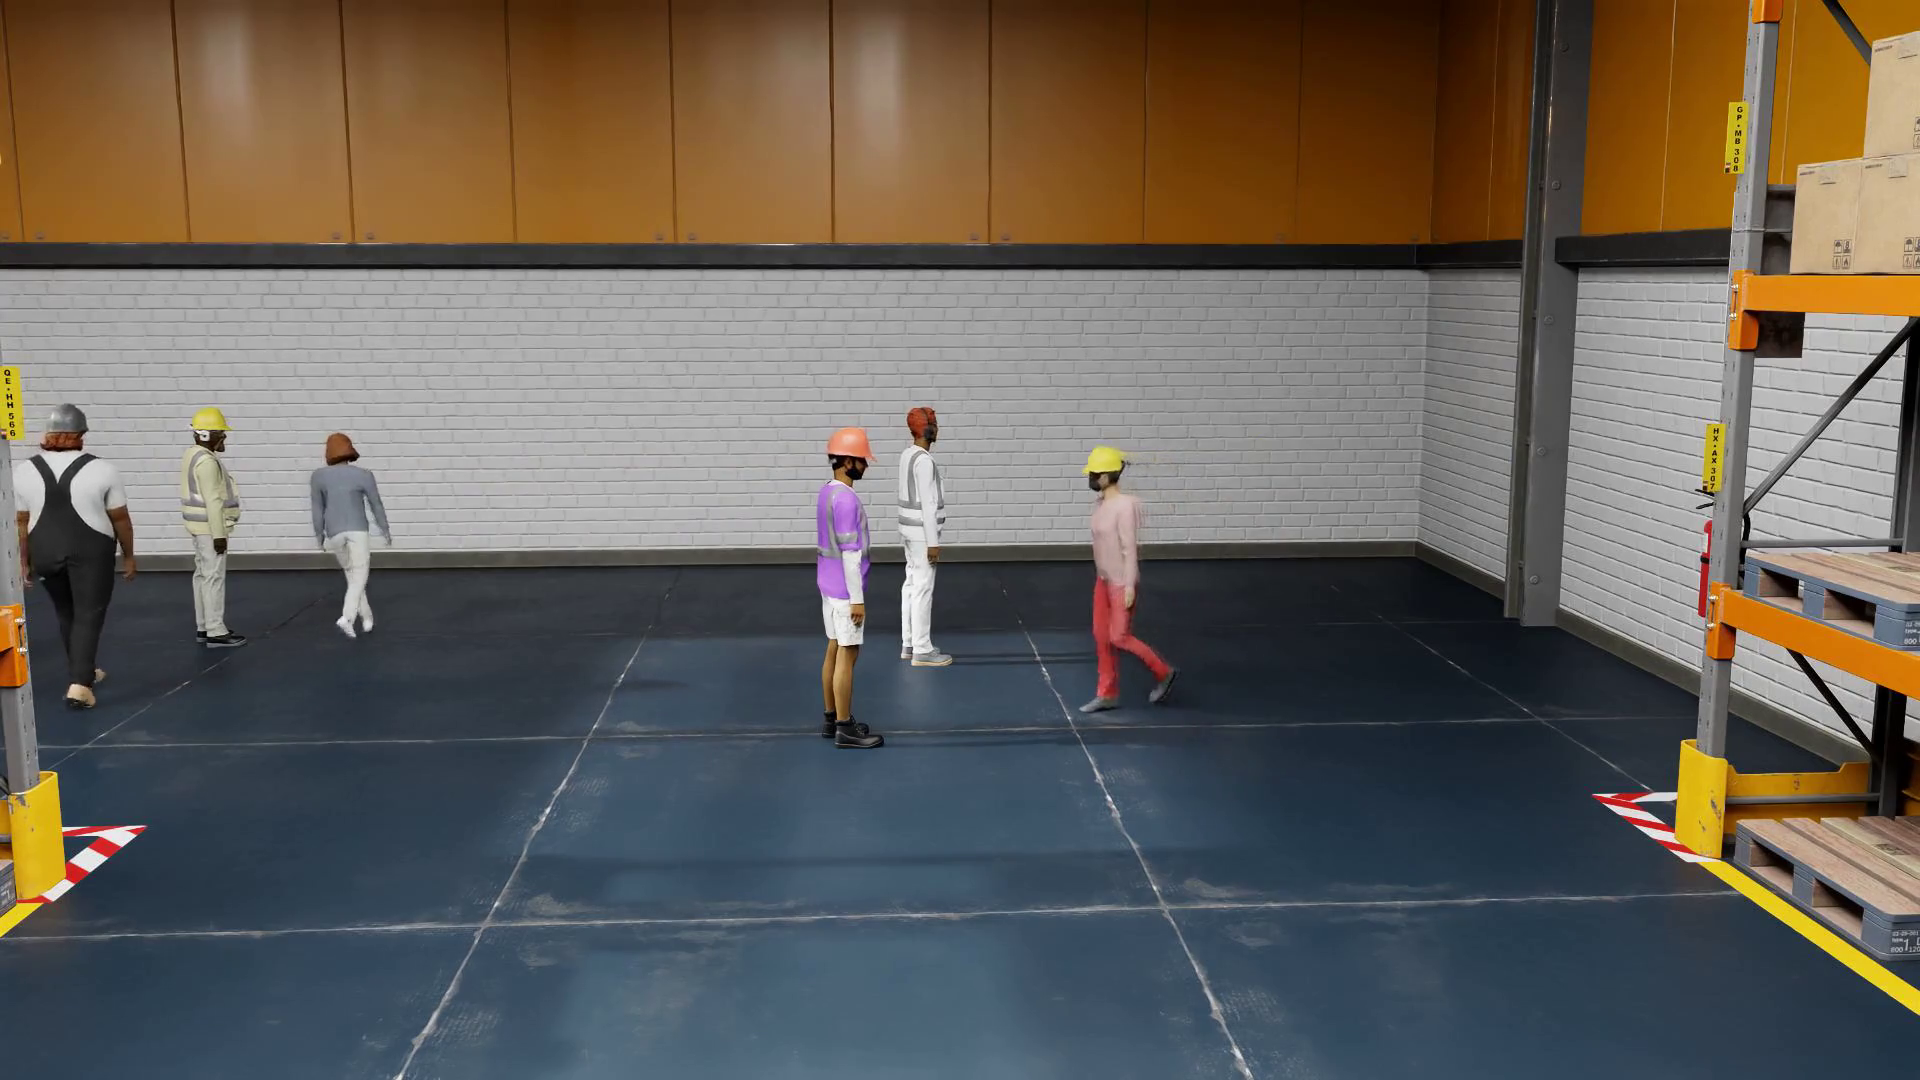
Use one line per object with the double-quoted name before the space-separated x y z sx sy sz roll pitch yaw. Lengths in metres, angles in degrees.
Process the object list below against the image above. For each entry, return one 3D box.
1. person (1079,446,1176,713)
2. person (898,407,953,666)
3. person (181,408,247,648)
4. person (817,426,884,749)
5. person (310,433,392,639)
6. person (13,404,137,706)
"person" 1.055 0.258 10.712 0.572 1.750 0.547 -4 10 -22
"person" -0.269 -0.028 12.123 0.345 1.883 0.584 -3 9 -17
"person" -5.722 -0.099 12.737 0.403 1.828 0.596 -7 11 -36
"person" -0.673 0.284 10.005 0.358 1.937 0.544 -3 10 -19
"person" -4.803 -0.029 13.037 0.591 1.595 0.664 -1 9 -5
"person" -5.905 0.059 11.086 0.696 2.000 1.023 -1 9 -9
